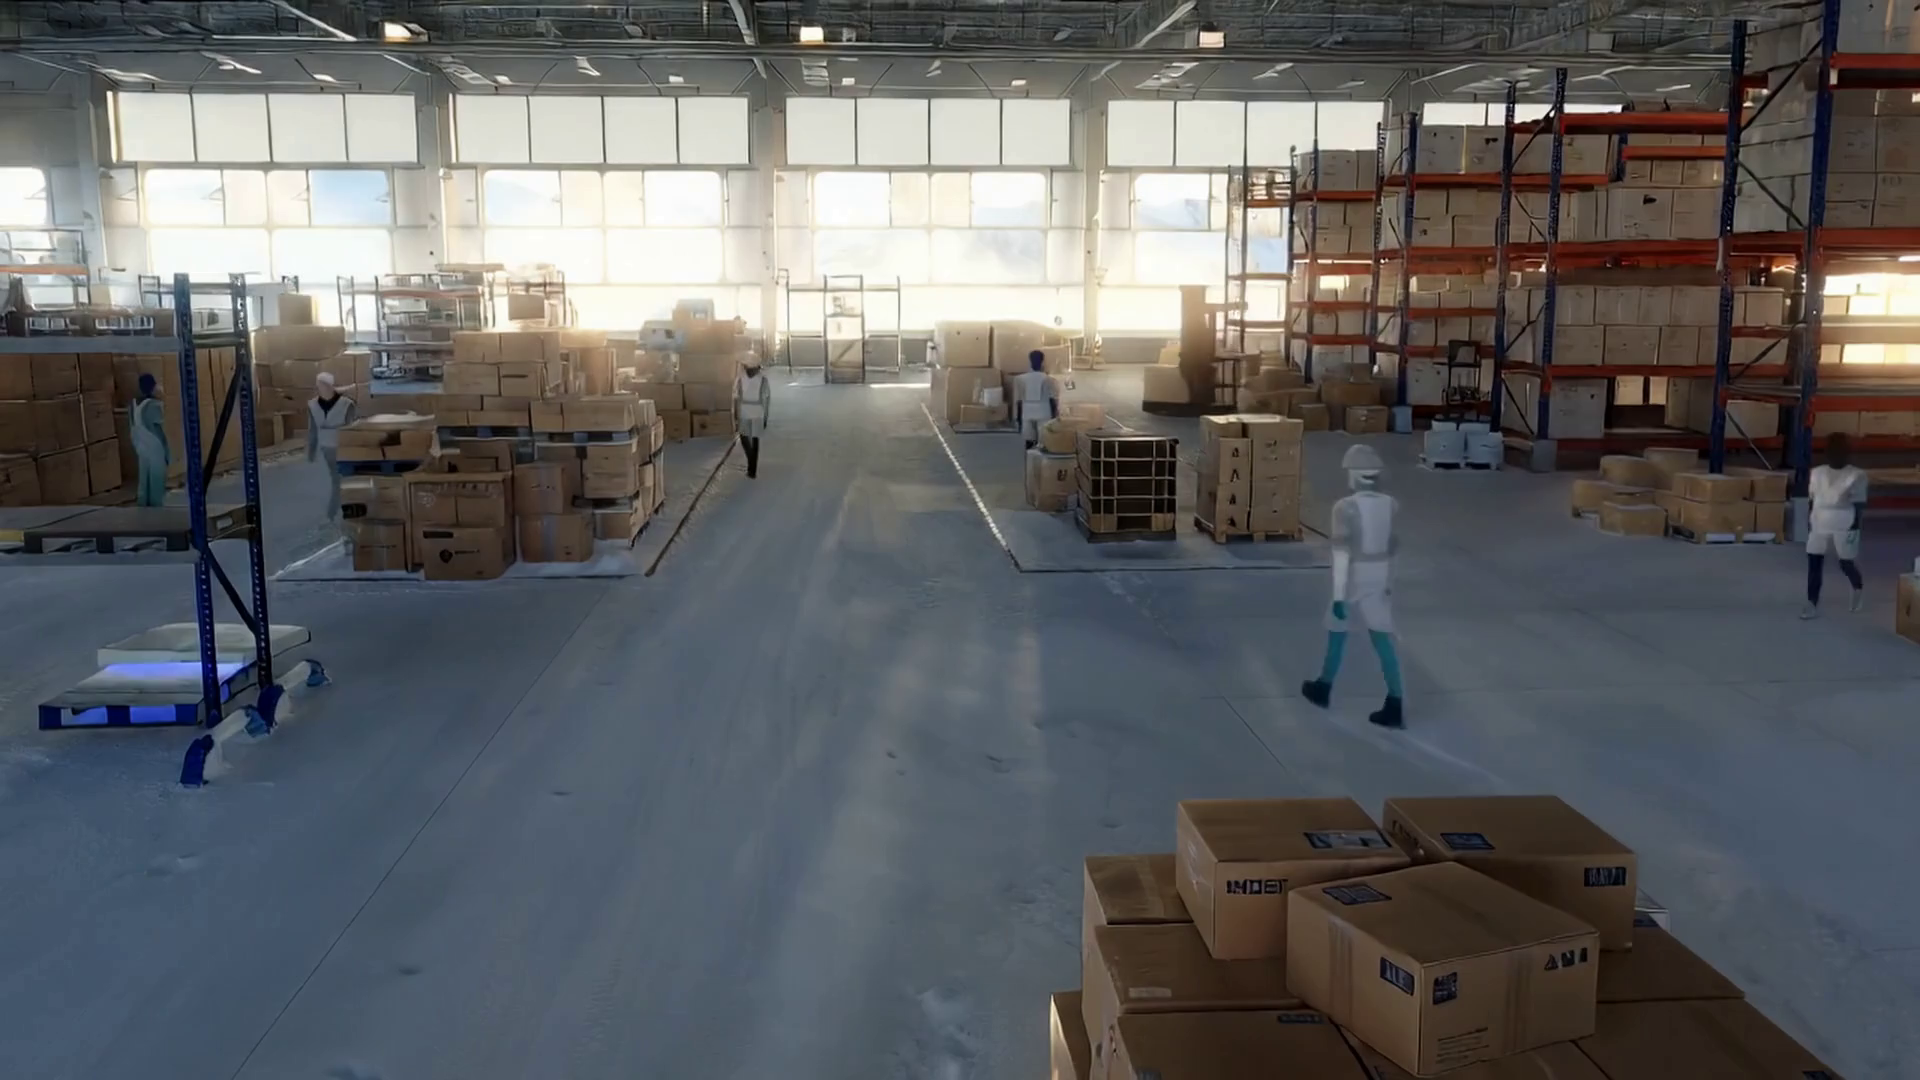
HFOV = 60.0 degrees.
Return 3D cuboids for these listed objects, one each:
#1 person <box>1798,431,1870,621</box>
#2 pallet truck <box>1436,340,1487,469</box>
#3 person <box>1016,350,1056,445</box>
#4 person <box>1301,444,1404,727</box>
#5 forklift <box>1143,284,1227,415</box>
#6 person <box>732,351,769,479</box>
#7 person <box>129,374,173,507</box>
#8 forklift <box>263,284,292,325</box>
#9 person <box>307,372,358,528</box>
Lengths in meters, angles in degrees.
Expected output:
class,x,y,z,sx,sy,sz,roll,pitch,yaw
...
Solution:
class,x,y,z,sx,sy,sz,roll,pitch,yaw
person,7.707,-0.127,14.605,0.703,1.676,0.542,-7,11,-37
pallet truck,8.004,-2.170,26.422,0.823,1.965,1.885,2,9,14
person,1.138,-1.789,24.179,0.650,1.943,0.620,3,10,20
person,2.732,0.294,11.338,0.562,1.883,1.013,-3,10,-21
forklift,4.974,-4.089,35.706,1.873,2.768,1.129,4,10,24
person,-3.126,-1.889,24.964,0.554,1.910,0.795,0,9,1
person,-9.782,-1.077,20.092,0.536,1.839,0.328,4,10,24
forklift,-15.683,-4.518,38.400,1.873,2.768,1.129,-1,9,-4
person,-7.552,-1.081,20.011,0.587,1.857,1.037,2,9,14
